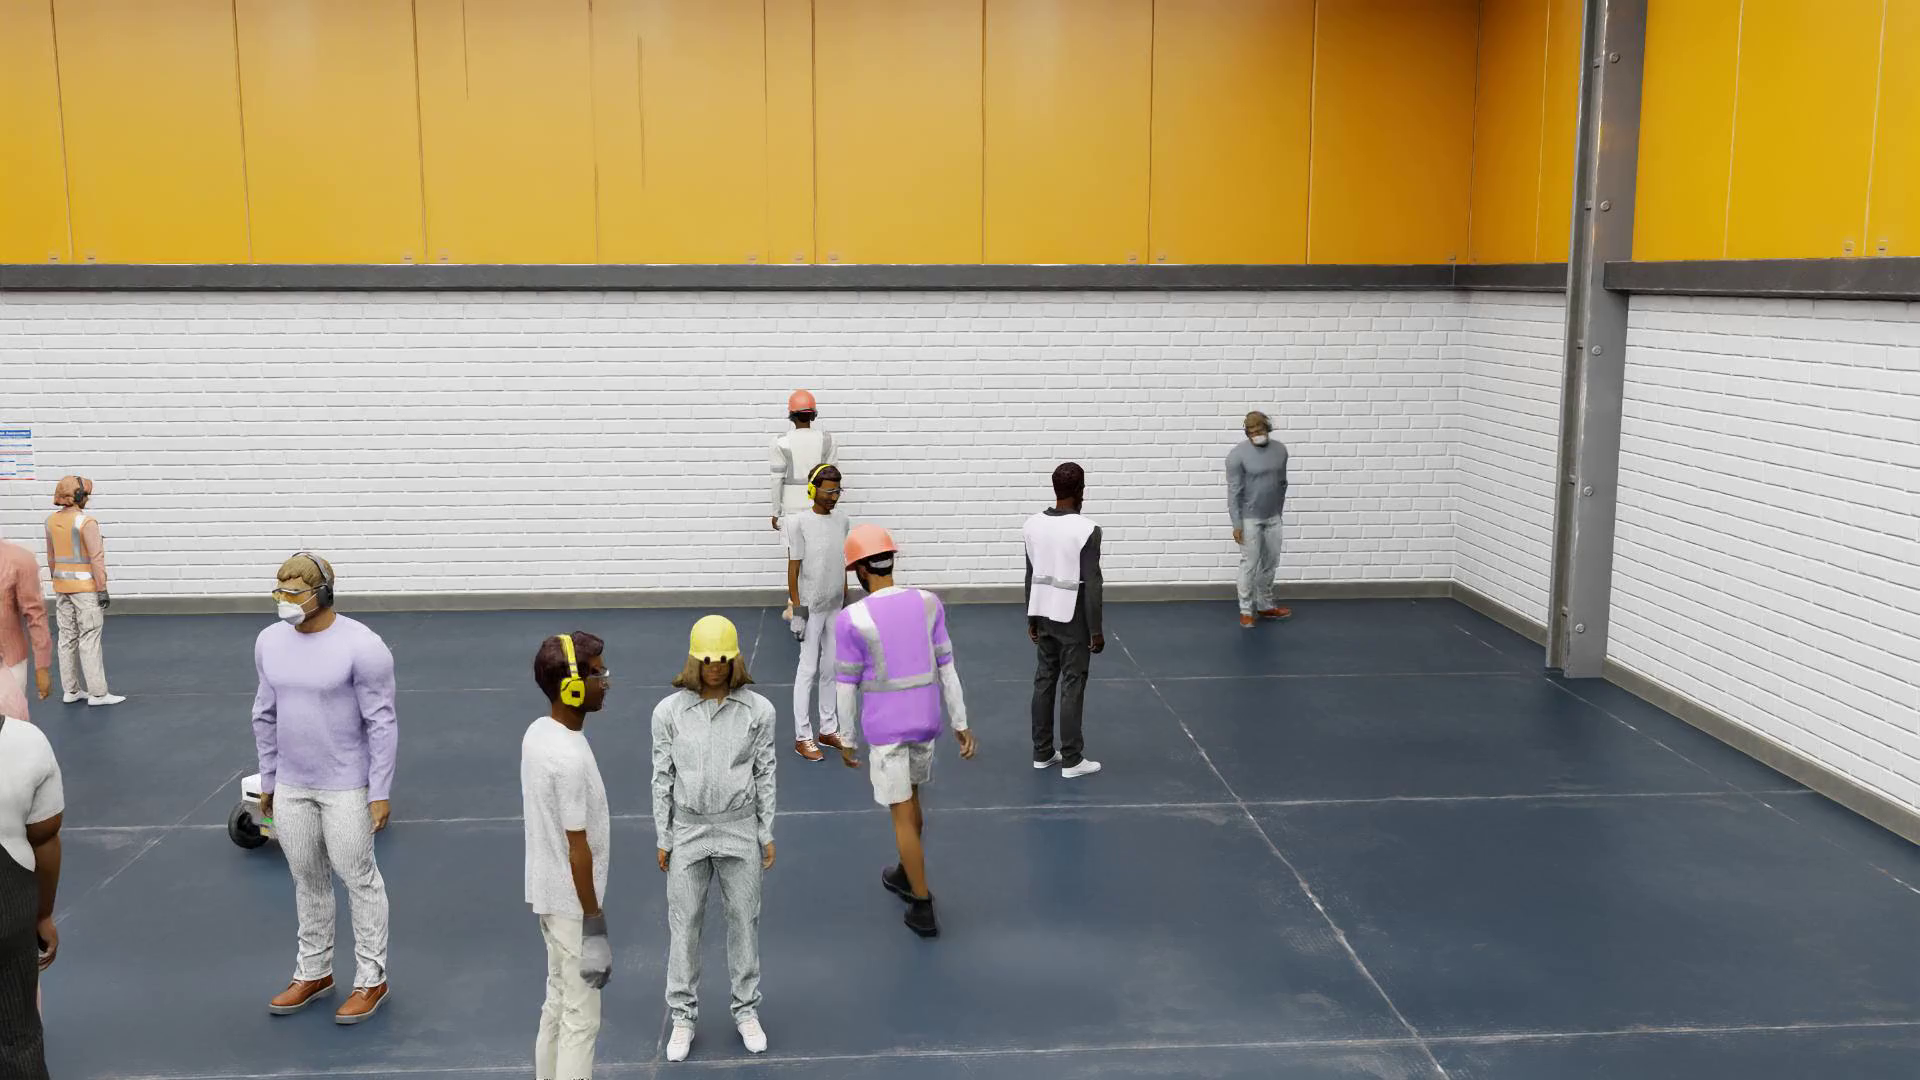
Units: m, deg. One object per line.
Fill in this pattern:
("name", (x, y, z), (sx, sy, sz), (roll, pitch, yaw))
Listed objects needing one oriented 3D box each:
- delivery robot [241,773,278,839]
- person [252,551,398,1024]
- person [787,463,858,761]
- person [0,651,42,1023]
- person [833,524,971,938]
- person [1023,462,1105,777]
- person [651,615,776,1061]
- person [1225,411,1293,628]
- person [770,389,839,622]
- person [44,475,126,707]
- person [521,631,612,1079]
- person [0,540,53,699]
("delivery robot", (-3.455, 1.303, 8.889), (0.477, 0.478, 0.707), (5, 10, 28))
("person", (-2.584, 0.998, 6.770), (0.635, 1.937, 0.352), (3, 9, 17))
("person", (-0.858, 0.442, 10.496), (0.329, 1.865, 0.514), (8, 12, 41))
("person", (-3.615, 1.119, 6.100), (0.408, 1.913, 0.642), (-6, 11, -35))
("person", (-0.320, 0.863, 7.802), (0.622, 1.876, 0.830), (-5, 10, -30))
("person", (0.621, 0.483, 10.105), (0.397, 1.911, 0.587), (-9, 13, -44))
("person", (-0.947, 1.146, 6.455), (0.484, 1.744, 0.295), (-2, 9, -12))
("person", (2.571, -0.182, 14.326), (0.736, 1.893, 0.473), (-5, 10, -30))
("person", (-1.363, -0.294, 14.545), (0.607, 2.048, 0.366), (-3, 9, -17))
("person", (-6.195, 0.361, 11.707), (0.513, 1.640, 0.311), (4, 10, 24))
("person", (-1.296, 1.231, 5.575), (0.304, 1.858, 0.562), (-5, 10, -28))
("person", (-5.186, 0.644, 8.870), (0.673, 1.968, 0.606), (-2, 9, -14))
